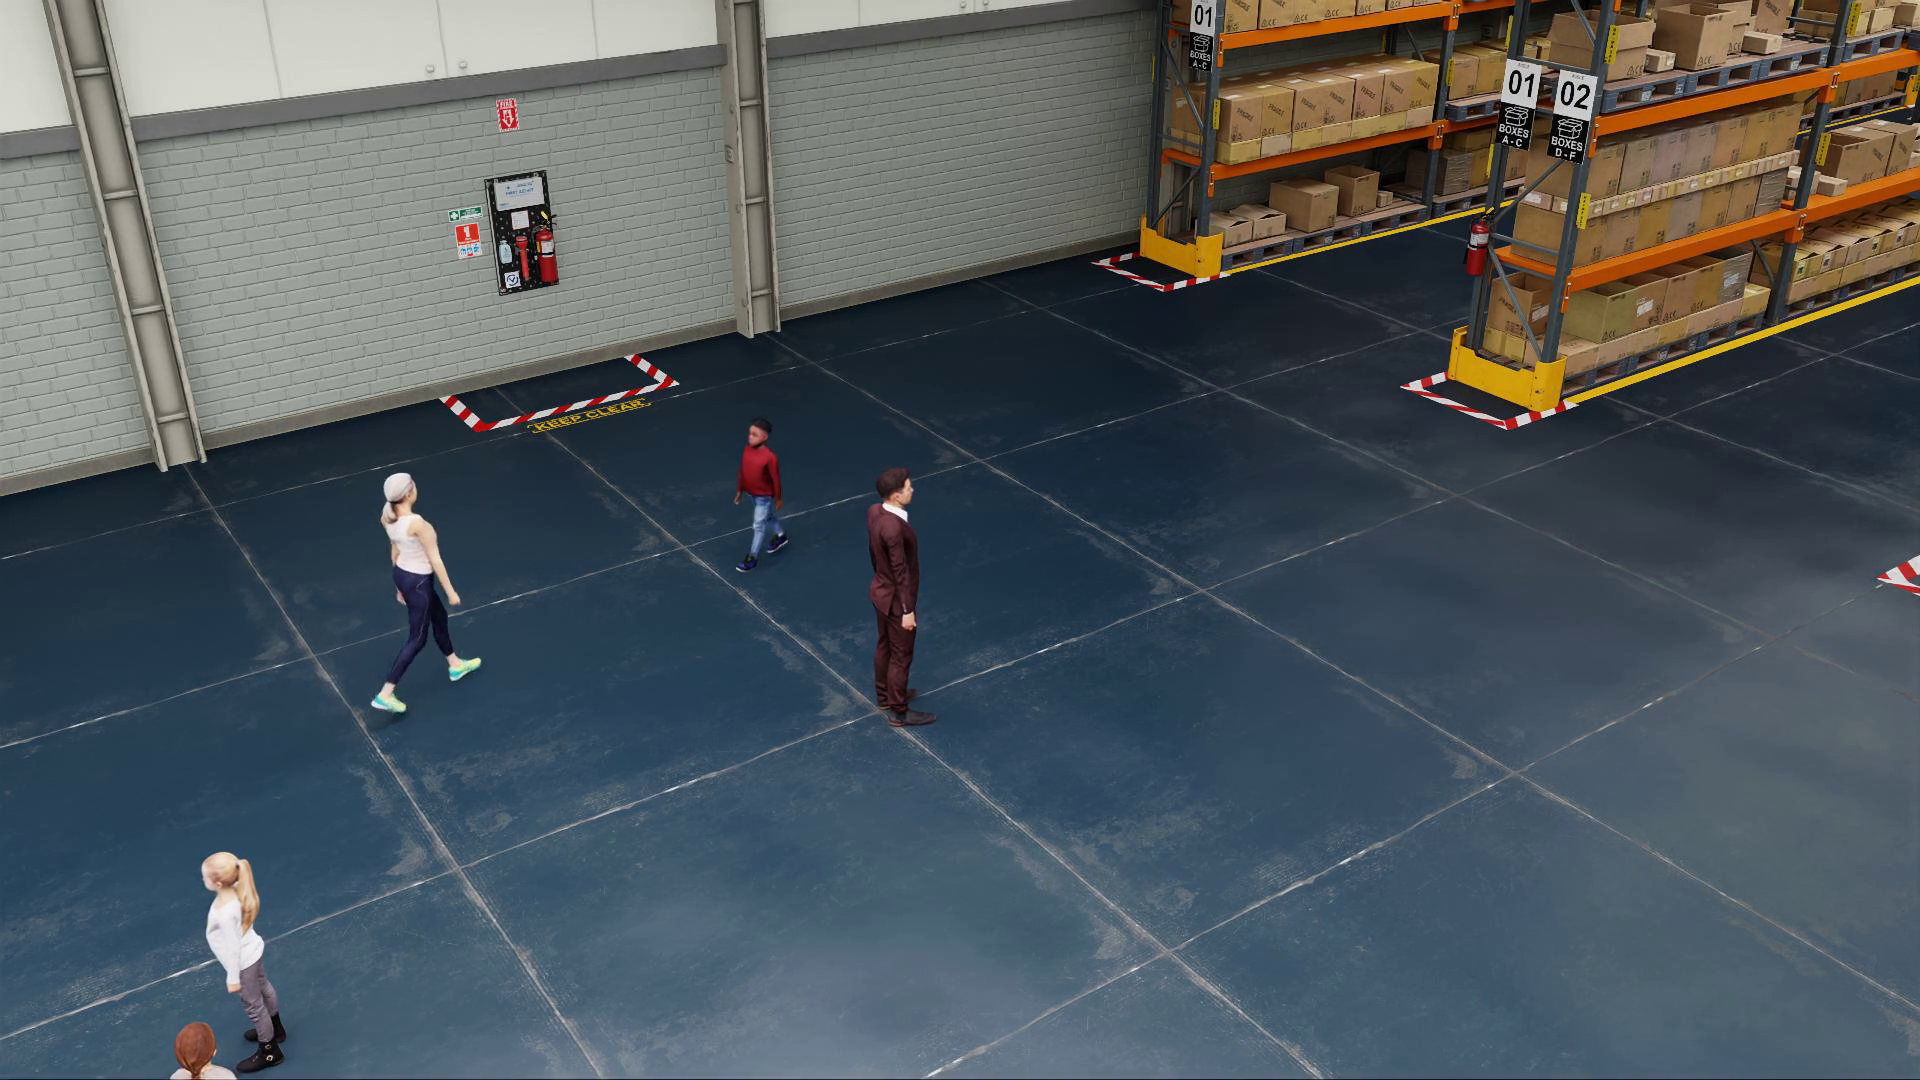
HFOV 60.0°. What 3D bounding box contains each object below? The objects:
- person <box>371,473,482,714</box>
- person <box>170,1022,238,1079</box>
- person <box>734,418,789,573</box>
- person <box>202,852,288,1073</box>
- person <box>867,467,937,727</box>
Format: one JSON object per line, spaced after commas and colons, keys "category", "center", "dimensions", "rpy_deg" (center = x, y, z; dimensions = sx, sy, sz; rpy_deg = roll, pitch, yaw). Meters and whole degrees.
{"category": "person", "center": [-3.722, 0.383, 11.226], "dimensions": [0.828, 1.671, 1.219], "rpy_deg": [21, 34, 35]}
{"category": "person", "center": [-3.295, 2.635, 7.374], "dimensions": [0.542, 1.194, 0.614], "rpy_deg": [2, 27, 4]}
{"category": "person", "center": [-1.547, -0.406, 13.240], "dimensions": [0.632, 1.230, 0.918], "rpy_deg": [22, 35, 36]}
{"category": "person", "center": [-3.588, 2.089, 8.342], "dimensions": [0.597, 1.279, 0.566], "rpy_deg": [-5, 28, -9]}
{"category": "person", "center": [-0.437, 0.369, 11.042], "dimensions": [0.666, 1.865, 0.726], "rpy_deg": [-11, 29, -21]}
